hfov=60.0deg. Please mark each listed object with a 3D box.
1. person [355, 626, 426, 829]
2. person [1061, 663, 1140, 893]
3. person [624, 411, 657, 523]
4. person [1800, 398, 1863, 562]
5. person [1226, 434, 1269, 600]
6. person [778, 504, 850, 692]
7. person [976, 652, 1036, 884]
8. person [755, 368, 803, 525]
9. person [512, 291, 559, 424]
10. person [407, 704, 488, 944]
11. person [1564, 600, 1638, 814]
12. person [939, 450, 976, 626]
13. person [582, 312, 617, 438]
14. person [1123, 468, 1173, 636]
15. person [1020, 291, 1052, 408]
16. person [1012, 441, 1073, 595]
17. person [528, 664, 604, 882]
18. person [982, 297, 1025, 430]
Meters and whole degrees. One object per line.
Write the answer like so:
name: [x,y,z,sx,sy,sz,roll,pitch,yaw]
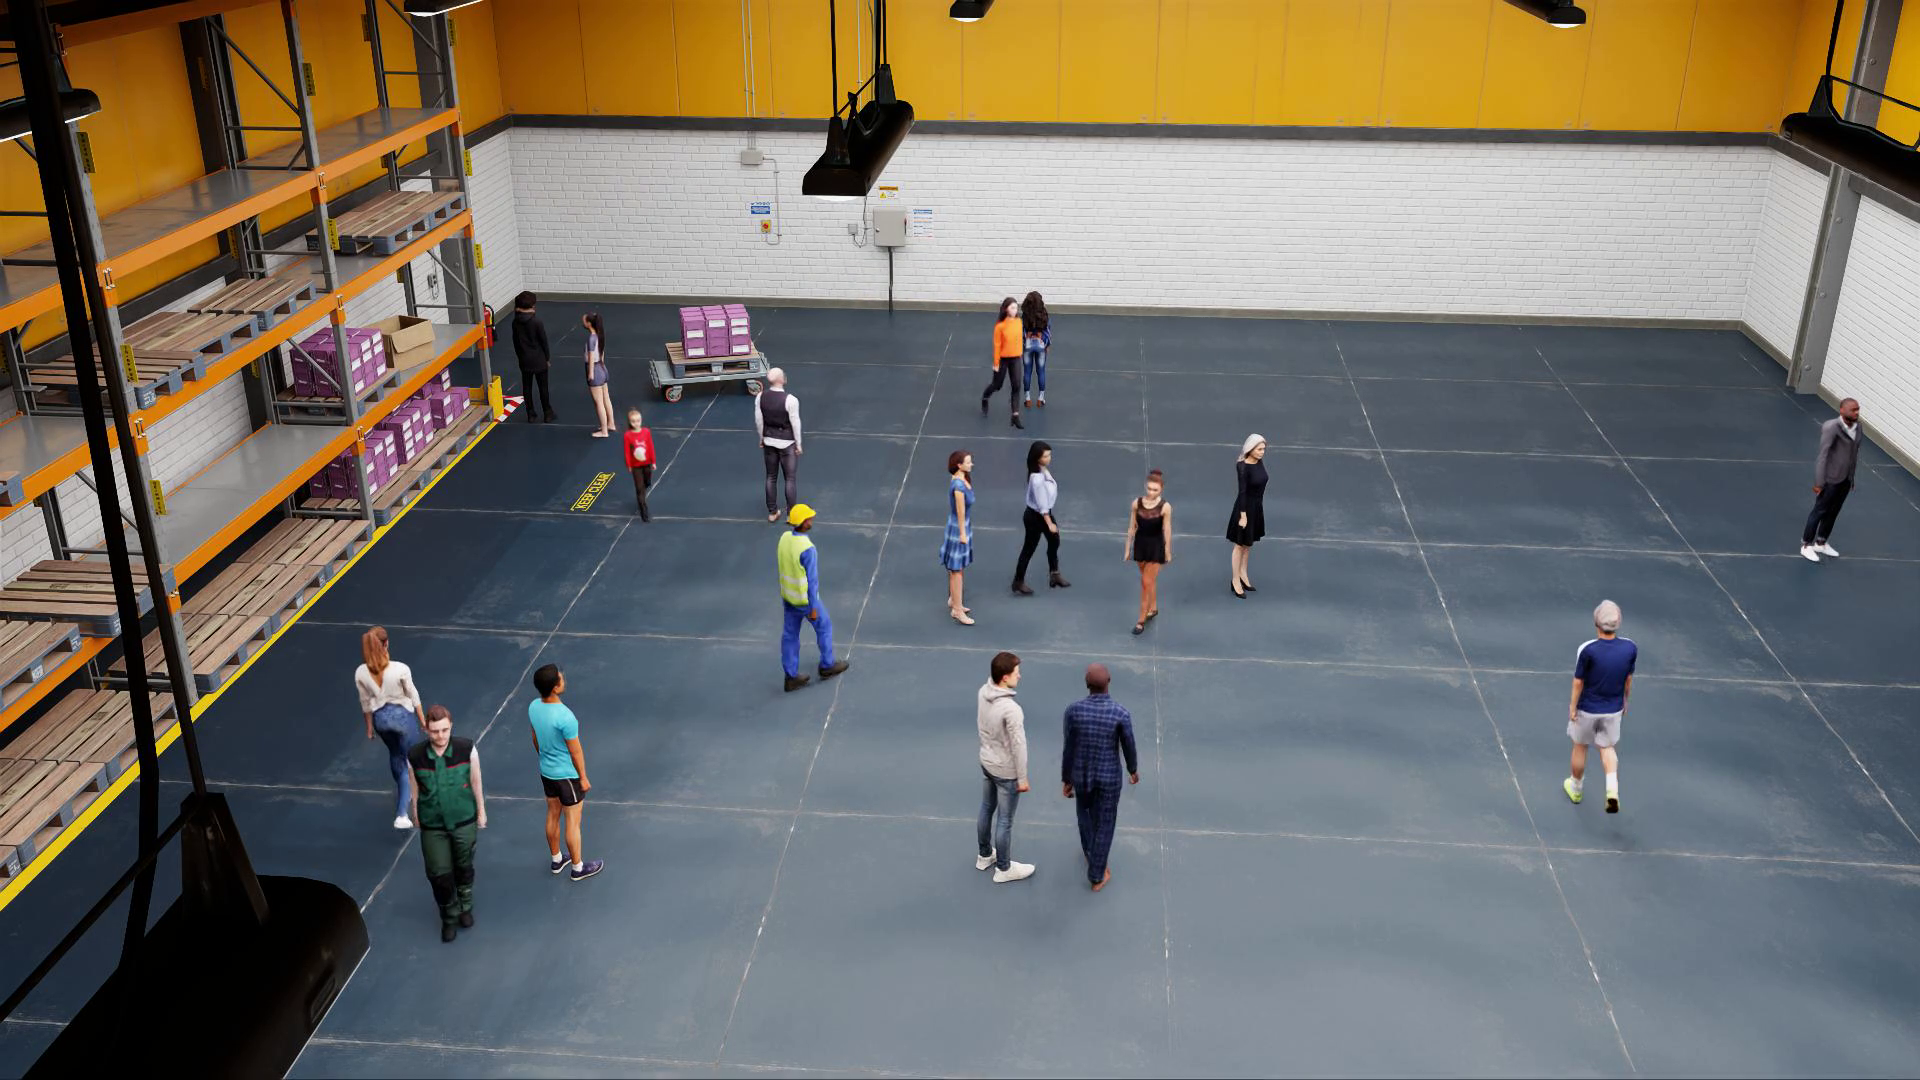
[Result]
person: [-4.469,1.496,13.131,0.615,1.699,0.971,2,24,5]
person: [0.993,1.794,12.330,0.780,1.795,0.890,7,25,15]
person: [-3.684,-0.888,19.123,0.797,1.266,0.913,-14,27,-29]
person: [9.432,-0.677,17.954,0.809,1.817,0.775,-10,25,-21]
person: [2.968,-0.267,17.103,0.756,1.748,0.664,17,29,33]
person: [-1.516,0.545,15.186,0.993,1.796,1.078,20,31,39]
person: [0.291,1.692,12.495,0.820,1.849,0.731,-14,27,-29]
person: [-2.049,-1.073,18.853,0.746,1.822,0.686,8,25,18]
person: [-5.647,-2.416,21.977,0.622,1.781,0.608,3,24,8]
person: [-3.666,1.954,11.924,0.783,1.826,0.822,-8,25,-17]
person: [5.133,1.368,13.264,0.719,1.826,0.958,-1,24,-3]
person: [0.003,-0.046,16.525,0.758,1.805,0.560,-1,24,-3]
person: [-4.679,-2.154,21.547,0.651,1.646,0.442,3,24,7]
person: [1.923,0.058,16.468,0.826,1.660,0.967,15,28,31]
person: [1.013,-2.610,22.627,0.598,1.616,0.536,1,24,3]
person: [0.706,-0.193,16.977,0.741,1.712,0.805,3,24,8]
person: [-3.003,1.739,12.477,0.692,1.777,0.687,15,28,31]
person: [0.559,-2.354,21.916,1.083,1.715,1.180,-16,28,-32]
